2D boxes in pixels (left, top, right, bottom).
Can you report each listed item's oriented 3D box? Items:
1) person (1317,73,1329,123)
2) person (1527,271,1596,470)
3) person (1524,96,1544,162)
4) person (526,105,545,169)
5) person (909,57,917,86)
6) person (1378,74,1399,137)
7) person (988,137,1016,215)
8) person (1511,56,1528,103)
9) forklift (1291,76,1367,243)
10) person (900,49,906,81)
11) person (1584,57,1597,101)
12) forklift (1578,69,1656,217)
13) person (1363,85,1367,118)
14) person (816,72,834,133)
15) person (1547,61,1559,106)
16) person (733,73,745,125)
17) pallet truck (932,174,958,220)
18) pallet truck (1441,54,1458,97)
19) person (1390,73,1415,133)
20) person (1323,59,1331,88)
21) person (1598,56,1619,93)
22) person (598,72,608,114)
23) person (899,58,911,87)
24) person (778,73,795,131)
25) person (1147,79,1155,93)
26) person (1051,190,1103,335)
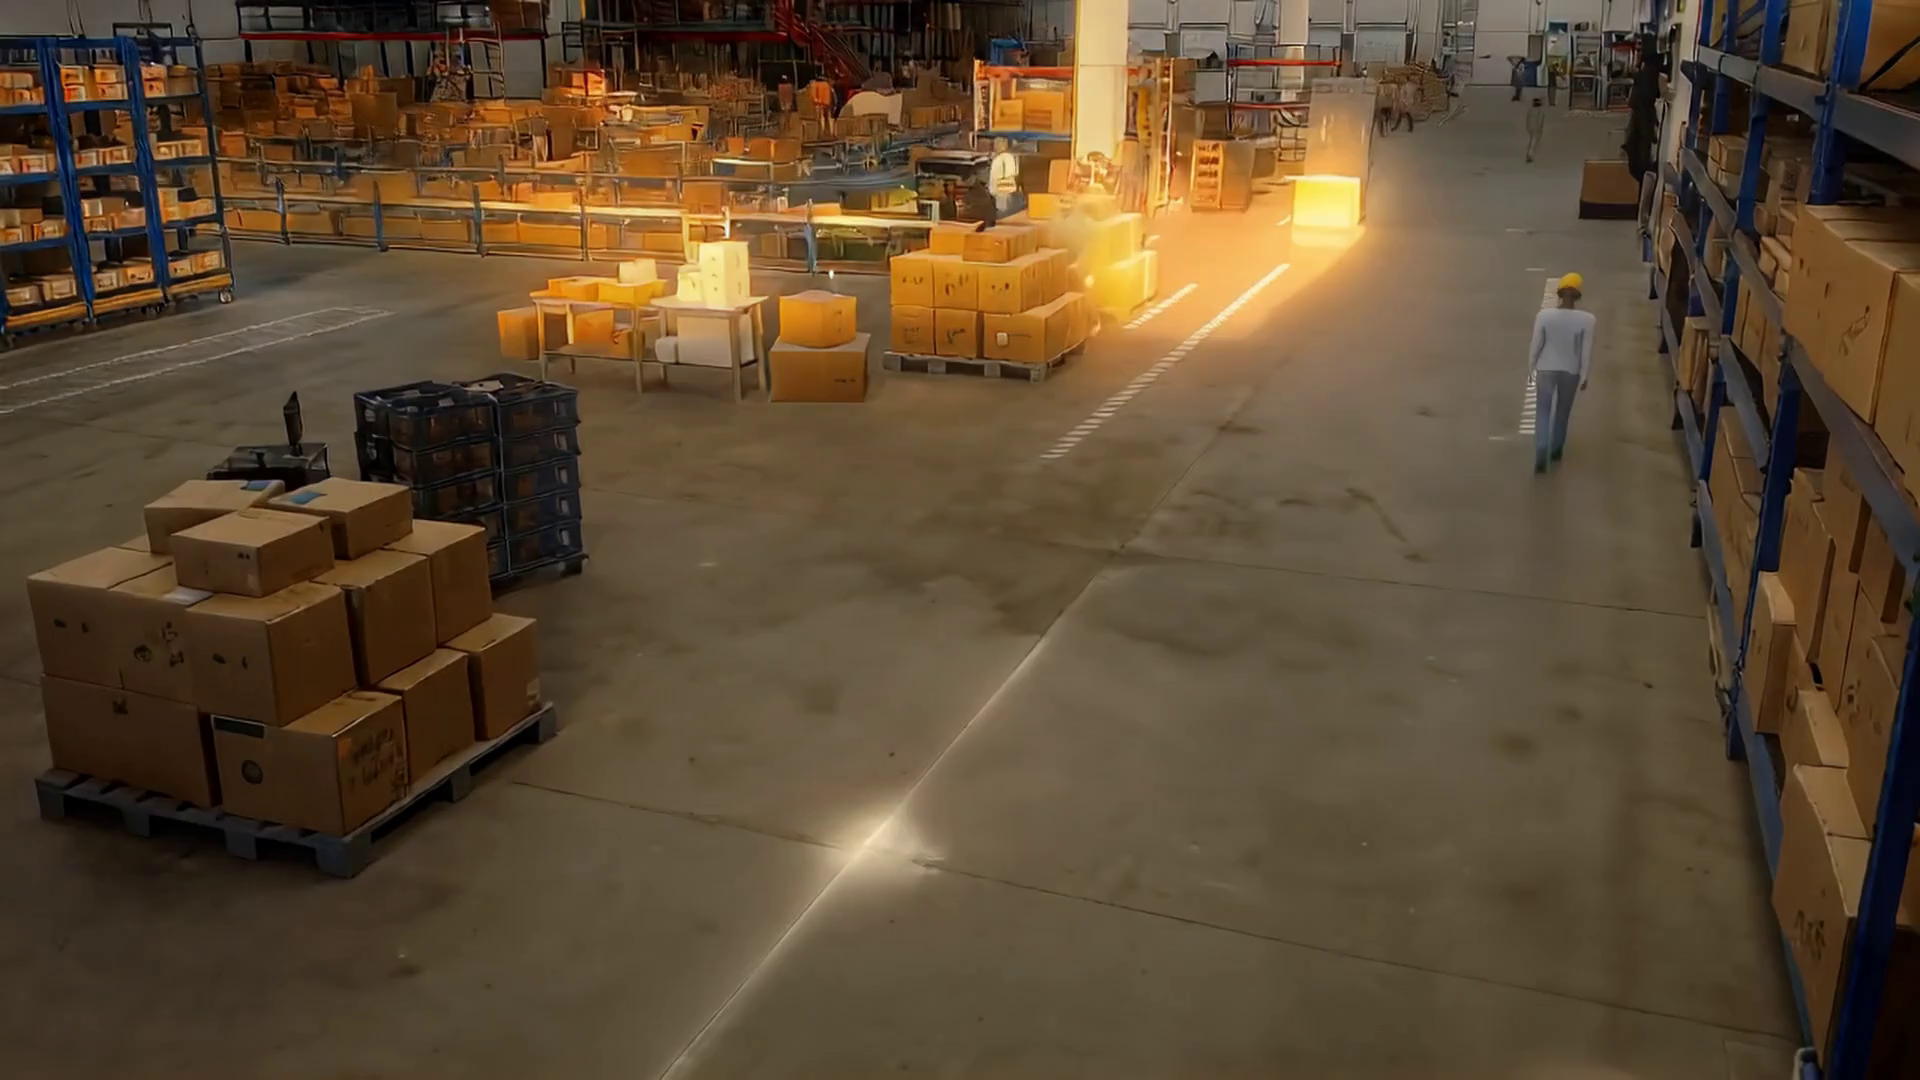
[{"bbox_3d":[12.203,-14.822,56.308,0.639,1.904,0.604,-2,18,-8],"label":"person"},{"bbox_3d":[5.301,-1.500,14.722,0.529,1.734,0.816,6,19,20],"label":"person"},{"bbox_3d":[15.318,-10.977,44.486,0.527,1.752,0.520,14,23,38],"label":"person"},{"bbox_3d":[-10.839,-10.270,42.466,0.494,1.624,0.283,4,18,11],"label":"person"},{"bbox_3d":[-2.062,-20.851,75.247,0.796,1.910,0.551,0,18,-1],"label":"person"},{"bbox_3d":[13.822,-14.008,53.644,0.630,1.984,1.058,3,18,8],"label":"person"},{"bbox_3d":[0.708,-6.143,29.191,0.474,1.813,0.611,12,21,34],"label":"person"},{"bbox_3d":[24.858,-20.408,73.643,0.985,2.000,0.708,-9,20,-27],"label":"person"},{"bbox_3d":[6.598,-6.755,29.381,1.129,2.768,1.873,6,19,19],"label":"forklift"},{"bbox_3d":[-3.256,-27.396,95.948,0.557,1.828,0.513,-4,18,-12],"label":"person"},{"bbox_3d":[28.460,-20.796,75.059,0.381,1.918,0.585,-8,20,-25],"label":"person"},{"bbox_3d":[13.219,-7.740,32.475,1.873,2.768,1.129,6,19,18],"label":"forklift"},{"bbox_3d":[13.041,-13.891,53.787,0.540,1.657,0.858,-3,18,-8],"label":"person"},{"bbox_3d":[-4.499,-14.554,55.345,0.633,1.983,0.413,2,18,7],"label":"person"},{"bbox_3d":[25.371,-19.523,71.135,0.328,1.873,0.519,-13,22,-36],"label":"person"},{"bbox_3d":[-7.919,-15.672,59.122,0.472,1.815,0.615,1,18,4],"label":"person"},{"bbox_3d":[-0.507,-5.292,27.348,0.653,1.274,1.630,6,19,19],"label":"pallet truck"},{"bbox_3d":[22.765,-21.886,78.355,0.823,1.965,1.885,-4,18,-14],"label":"pallet truck"},{"bbox_3d":[14.932,-14.657,55.776,0.621,1.910,0.998,-12,21,-32],"label":"person"},{"bbox_3d":[17.154,-21.561,77.542,0.526,1.867,0.615,-4,18,-12],"label":"person"},{"bbox_3d":[31.217,-22.281,79.787,1.015,1.884,0.633,5,18,15],"label":"person"},{"bbox_3d":[-13.653,-17.076,63.686,0.406,1.723,0.480,6,19,18],"label":"person"},{"bbox_3d":[-2.484,-20.614,74.519,0.638,1.896,0.625,-12,22,-34],"label":"person"},{"bbox_3d":[-5.877,-14.810,56.262,0.557,1.906,0.504,2,18,5],"label":"person"},{"bbox_3d":[7.349,-16.818,62.560,0.750,1.912,0.579,8,19,23],"label":"person"},{"bbox_3d":[1.430,-3.317,20.217,0.653,1.882,0.768,13,22,35],"label":"person"}]
